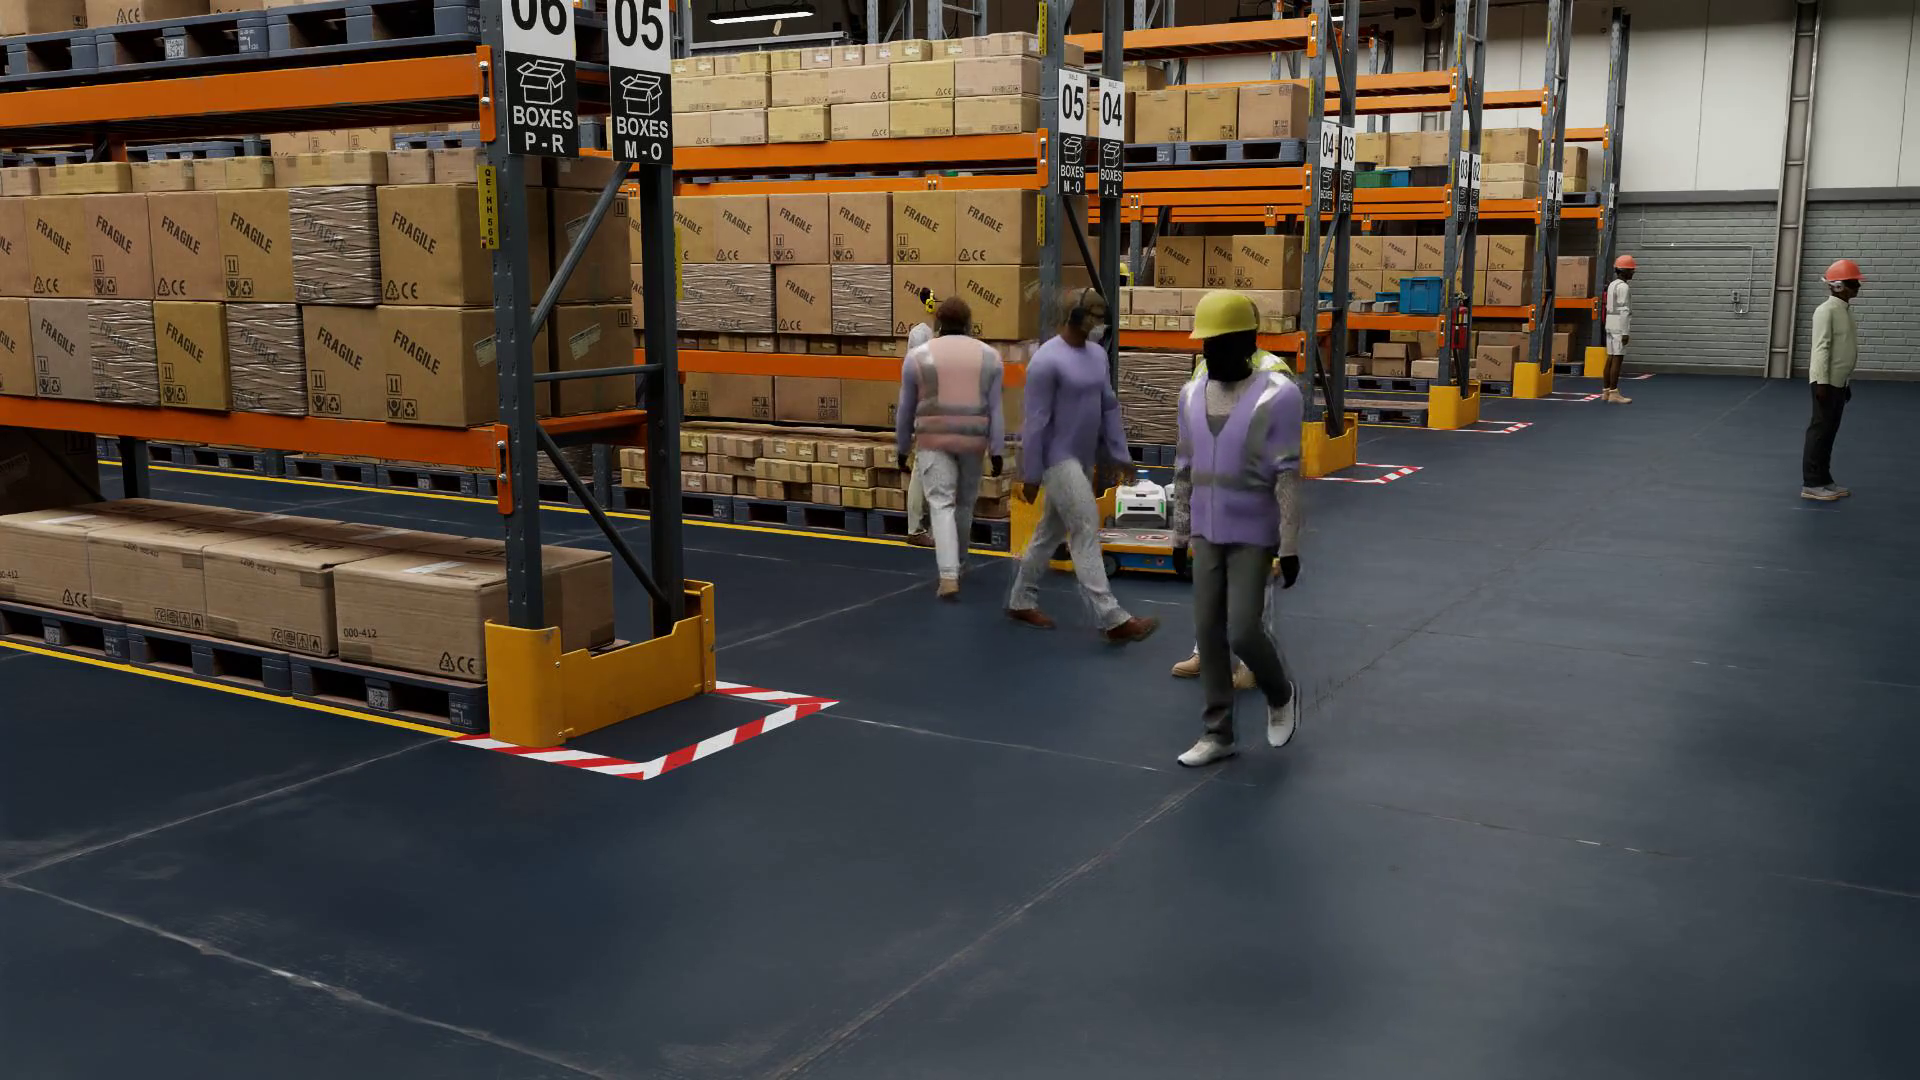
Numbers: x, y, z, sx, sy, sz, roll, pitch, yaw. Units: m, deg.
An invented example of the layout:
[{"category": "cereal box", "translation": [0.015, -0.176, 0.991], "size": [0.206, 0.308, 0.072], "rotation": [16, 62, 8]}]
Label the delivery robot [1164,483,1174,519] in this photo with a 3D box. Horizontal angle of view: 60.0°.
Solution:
[{"category": "delivery robot", "translation": [1.741, -0.324, 11.948], "size": [0.477, 0.478, 0.707], "rotation": [6, 11, 31]}]

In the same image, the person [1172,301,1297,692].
[{"category": "person", "translation": [1.277, -0.217, 7.837], "size": [0.429, 1.842, 0.636], "rotation": [-7, 12, -35]}]

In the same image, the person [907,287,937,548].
[{"category": "person", "translation": [-0.206, -0.875, 11.650], "size": [0.333, 1.860, 0.510], "rotation": [2, 10, 12]}]

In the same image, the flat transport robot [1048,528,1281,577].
[{"category": "flat transport robot", "translation": [1.329, 0.081, 10.681], "size": [1.431, 0.197, 0.652], "rotation": [3, 10, 19]}]

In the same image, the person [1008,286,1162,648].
[{"category": "person", "translation": [0.631, -0.390, 8.789], "size": [1.022, 1.871, 0.616], "rotation": [6, 11, 31]}]

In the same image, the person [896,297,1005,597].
[{"category": "person", "translation": [-0.058, -0.570, 10.088], "size": [0.639, 1.789, 0.985], "rotation": [-2, 10, -12]}]

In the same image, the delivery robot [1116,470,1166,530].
[{"category": "delivery robot", "translation": [1.242, -0.239, 11.451], "size": [0.477, 0.478, 0.707], "rotation": [1, 10, 5]}]

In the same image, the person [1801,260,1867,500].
[{"category": "person", "translation": [7.322, -1.339, 13.952], "size": [0.374, 1.997, 0.614], "rotation": [9, 13, 43]}]

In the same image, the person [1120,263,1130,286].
[{"category": "person", "translation": [2.355, -3.128, 24.627], "size": [0.371, 1.925, 0.595], "rotation": [7, 12, 34]}]

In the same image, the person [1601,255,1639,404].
[{"category": "person", "translation": [9.118, -2.901, 22.960], "size": [0.373, 2.043, 0.615], "rotation": [1, 10, 4]}]

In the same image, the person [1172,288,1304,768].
[{"category": "person", "translation": [1.107, -0.043, 6.625], "size": [0.503, 1.906, 0.609], "rotation": [-9, 13, -42]}]
